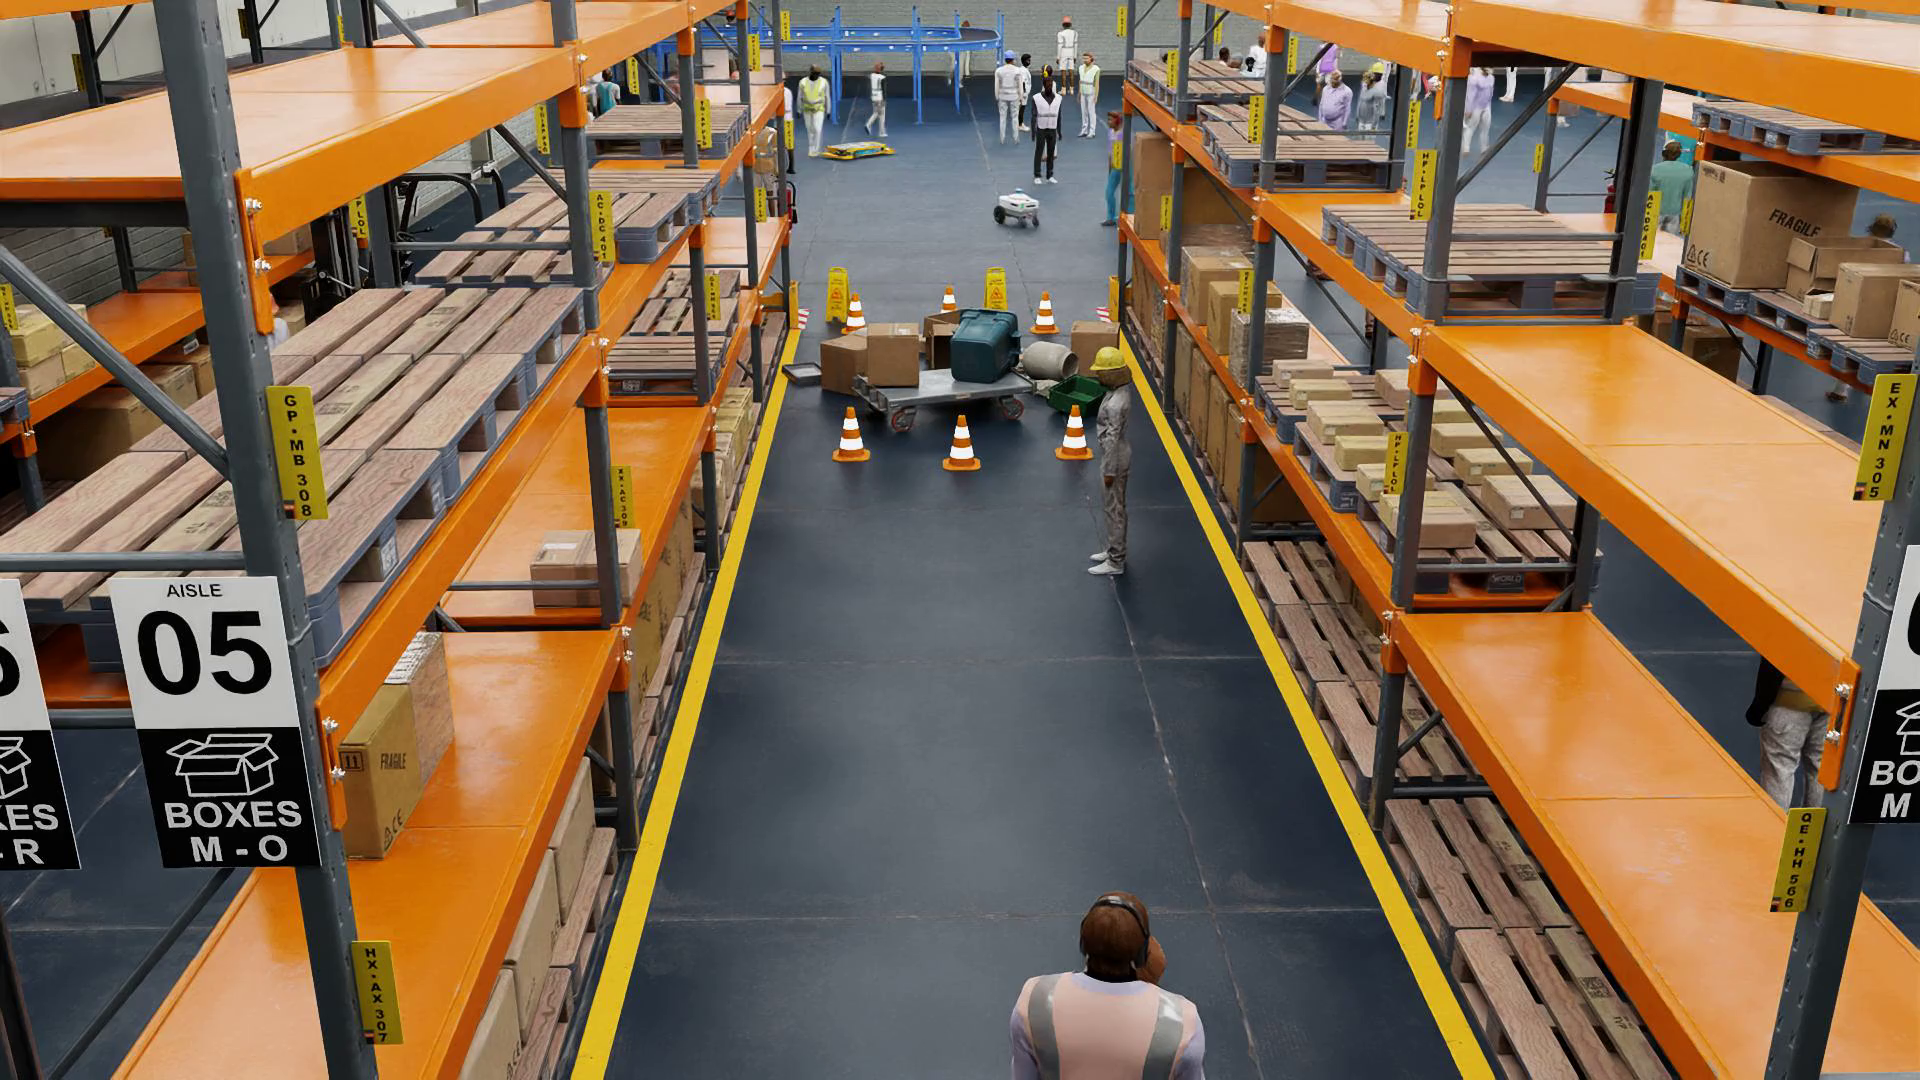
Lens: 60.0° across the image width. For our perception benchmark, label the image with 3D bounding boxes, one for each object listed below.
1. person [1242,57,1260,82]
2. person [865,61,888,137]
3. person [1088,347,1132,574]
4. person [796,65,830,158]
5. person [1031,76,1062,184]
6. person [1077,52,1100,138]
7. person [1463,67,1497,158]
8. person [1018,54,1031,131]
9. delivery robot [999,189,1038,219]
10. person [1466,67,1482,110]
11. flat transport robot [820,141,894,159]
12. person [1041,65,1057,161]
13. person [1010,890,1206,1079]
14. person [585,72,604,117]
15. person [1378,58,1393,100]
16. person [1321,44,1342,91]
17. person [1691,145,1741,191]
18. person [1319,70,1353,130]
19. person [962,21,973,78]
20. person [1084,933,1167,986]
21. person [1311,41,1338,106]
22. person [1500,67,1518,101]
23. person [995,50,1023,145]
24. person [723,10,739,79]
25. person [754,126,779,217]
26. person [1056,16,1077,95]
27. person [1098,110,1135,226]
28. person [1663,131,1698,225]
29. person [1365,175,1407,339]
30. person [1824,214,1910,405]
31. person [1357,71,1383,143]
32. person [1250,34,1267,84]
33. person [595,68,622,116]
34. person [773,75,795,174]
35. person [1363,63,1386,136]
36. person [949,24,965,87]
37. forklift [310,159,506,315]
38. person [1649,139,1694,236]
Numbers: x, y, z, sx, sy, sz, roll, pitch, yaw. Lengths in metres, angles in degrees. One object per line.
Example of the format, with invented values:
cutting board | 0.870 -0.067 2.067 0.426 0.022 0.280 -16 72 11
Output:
person | 6.361 -9.806 36.752 0.532 1.696 0.318 -4 21 -11
person | -1.810 -9.639 36.401 0.452 1.624 0.538 -16 26 -36
person | 1.109 -0.587 12.342 0.321 1.734 0.487 3 21 9
person | -2.965 -8.587 33.378 0.679 1.803 0.722 3 21 8
person | 1.561 -7.441 30.196 0.597 1.914 0.373 -7 22 -18
person | 2.817 -9.725 36.349 0.394 1.836 0.560 -18 27 -39
person | 10.470 -8.629 33.347 0.700 1.920 0.579 -14 25 -32
person | 1.449 -10.093 37.513 0.321 1.694 0.529 1 21 3
delivery robot | 0.929 -5.307 26.317 0.477 0.478 0.707 -13 24 -30
person | 12.814 -11.644 41.368 0.351 1.878 0.568 -2 21 -5
flat transport robot | -2.081 -7.909 33.719 0.652 0.197 1.431 19 28 41
person | 1.747 -8.447 32.948 0.340 1.856 0.520 9 23 23
person | 0.482 1.970 5.427 0.634 1.839 0.429 5 21 13
person | -7.971 -9.861 36.588 0.579 1.917 0.520 -14 25 -33
person | 11.201 -12.585 43.746 0.384 1.948 0.605 18 27 39
person | 10.263 -13.256 45.661 0.393 1.846 0.564 -9 23 -23
person | 10.767 -5.072 23.855 0.662 1.959 0.882 13 24 30
person | 7.039 -7.894 31.416 0.636 1.902 0.406 17 26 37
person | 0.168 -14.635 49.601 0.509 1.632 0.267 19 28 41
person | 0.532 1.991 5.658 0.288 1.633 0.497 -13 24 -30
person | 9.188 -11.862 41.899 0.562 1.895 0.922 -1 21 -4
person | 14.388 -12.392 43.387 0.429 1.844 0.627 3 21 7
person | 1.035 -9.369 35.251 0.607 1.943 0.403 3 21 8
person | -6.572 -14.208 47.904 0.604 2.044 0.375 -17 27 -38
person | -3.042 -5.687 25.530 0.552 1.935 0.365 3 21 7
person | 2.863 -13.059 44.873 0.615 2.038 0.383 -11 23 -27
person | 2.472 -5.765 25.922 0.579 1.807 0.562 -10 23 -25
person | 11.356 -5.898 26.213 0.565 1.845 0.387 8 22 21
person | 4.946 -3.259 19.162 0.409 1.904 0.640 19 28 40
person | 9.167 -2.339 16.817 0.652 1.868 0.922 7 22 18
person | 7.593 -7.749 31.005 0.392 1.928 0.630 -7 22 -17
person | 7.503 -11.644 41.433 0.601 1.823 1.015 -4 21 -12
person | -6.858 -8.318 32.614 0.507 1.846 0.345 3 21 8
person | -3.356 -7.808 31.183 0.419 1.916 0.555 9 22 22
person | 8.192 -8.456 32.894 0.429 1.911 0.585 19 28 40
person | -0.094 -13.675 46.934 0.489 1.723 0.623 -8 22 -21
forklift | -5.622 -2.910 17.832 2.313 2.155 1.214 -1 21 -1
person | 9.165 -4.233 21.683 0.636 1.939 0.362 0 21 -1
